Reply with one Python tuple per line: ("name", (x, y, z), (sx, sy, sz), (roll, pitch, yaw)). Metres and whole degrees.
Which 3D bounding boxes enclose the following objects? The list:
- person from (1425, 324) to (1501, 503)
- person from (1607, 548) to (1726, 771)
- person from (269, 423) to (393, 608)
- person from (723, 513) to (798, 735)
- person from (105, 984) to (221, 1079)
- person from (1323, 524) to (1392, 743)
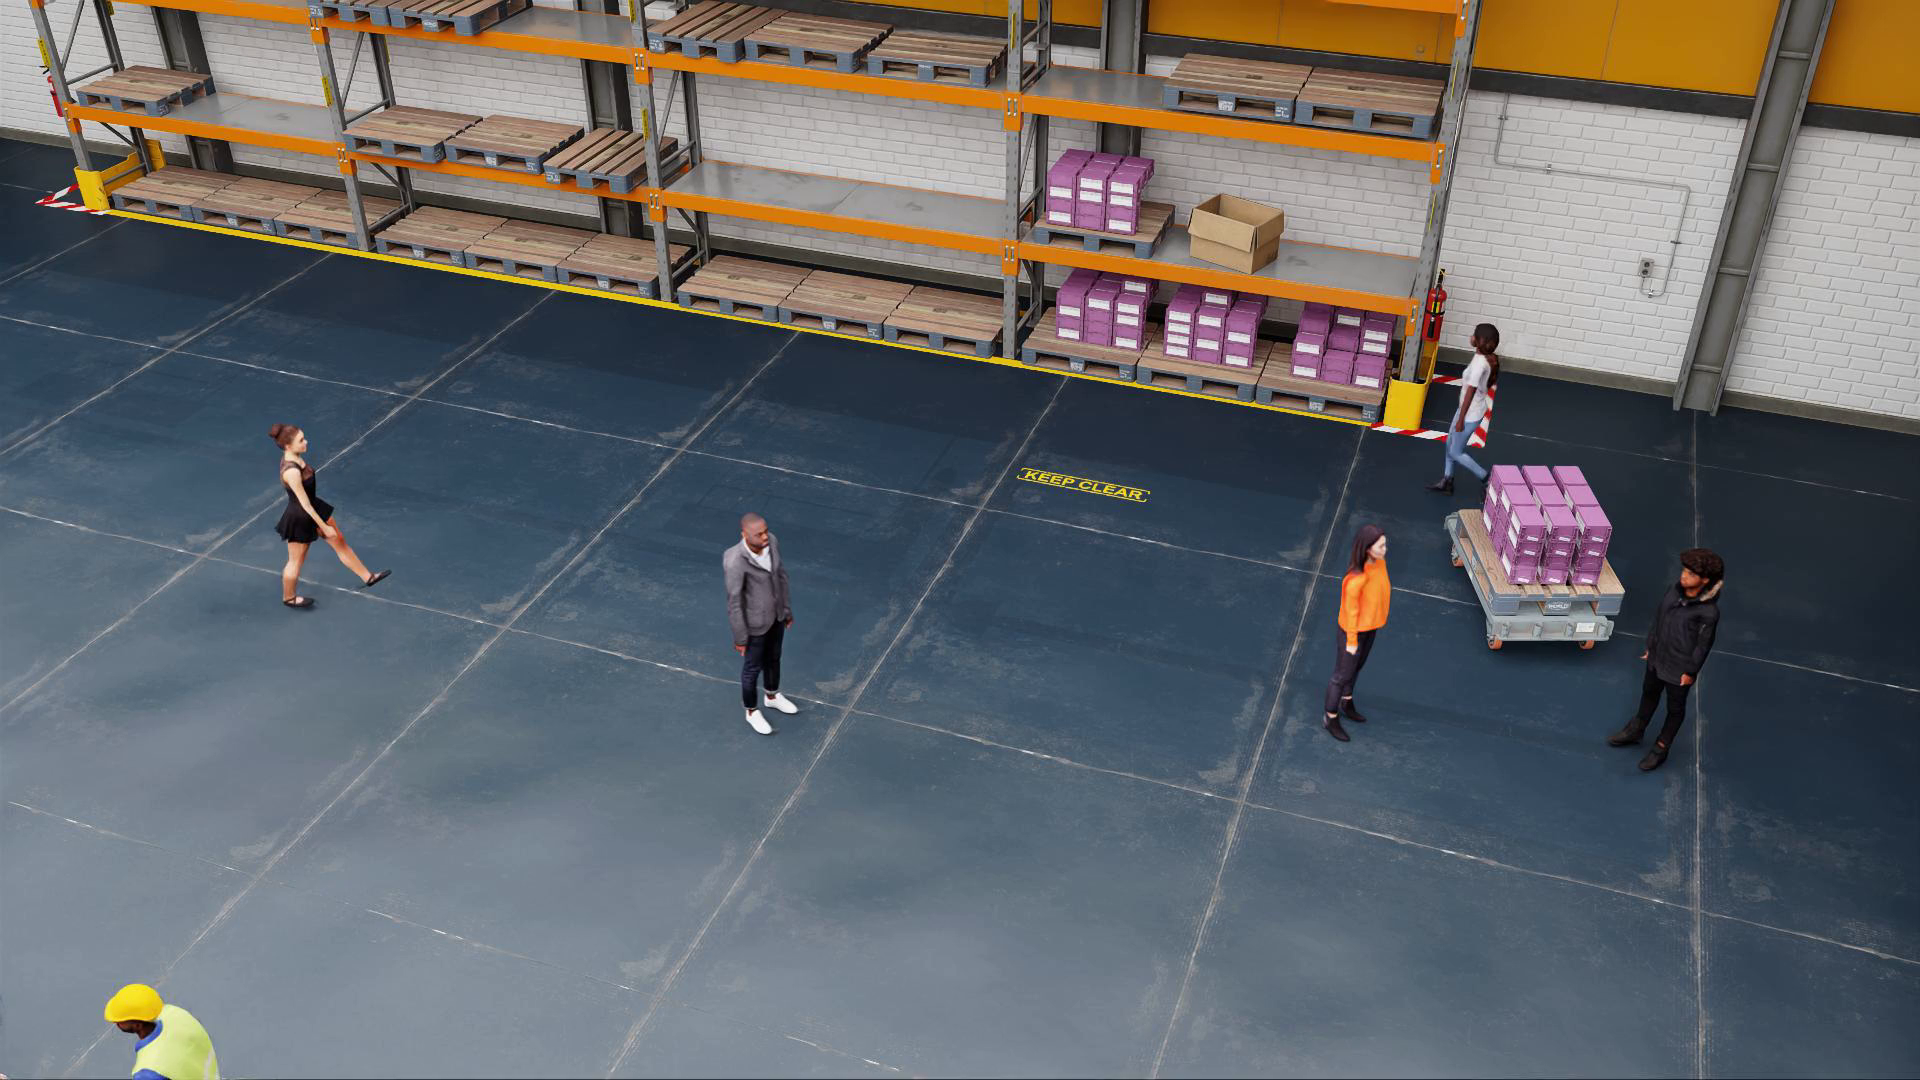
("person", (4.513, -1.073, 14.512), (0.872, 1.706, 0.591), (13, 36, 18))
("person", (4.999, 0.803, 11.623), (0.779, 1.780, 0.725), (-13, 36, -19))
("person", (-5.278, -0.146, 13.182), (1.158, 1.634, 0.975), (-8, 34, -11))
("person", (-1.444, 0.559, 11.958), (0.674, 1.814, 0.768), (20, 39, 28))
("person", (-3.861, 2.881, 8.473), (0.918, 1.805, 0.844), (-2, 34, -3))
("person", (2.835, 0.635, 11.902), (0.653, 1.749, 0.682), (23, 40, 31))
